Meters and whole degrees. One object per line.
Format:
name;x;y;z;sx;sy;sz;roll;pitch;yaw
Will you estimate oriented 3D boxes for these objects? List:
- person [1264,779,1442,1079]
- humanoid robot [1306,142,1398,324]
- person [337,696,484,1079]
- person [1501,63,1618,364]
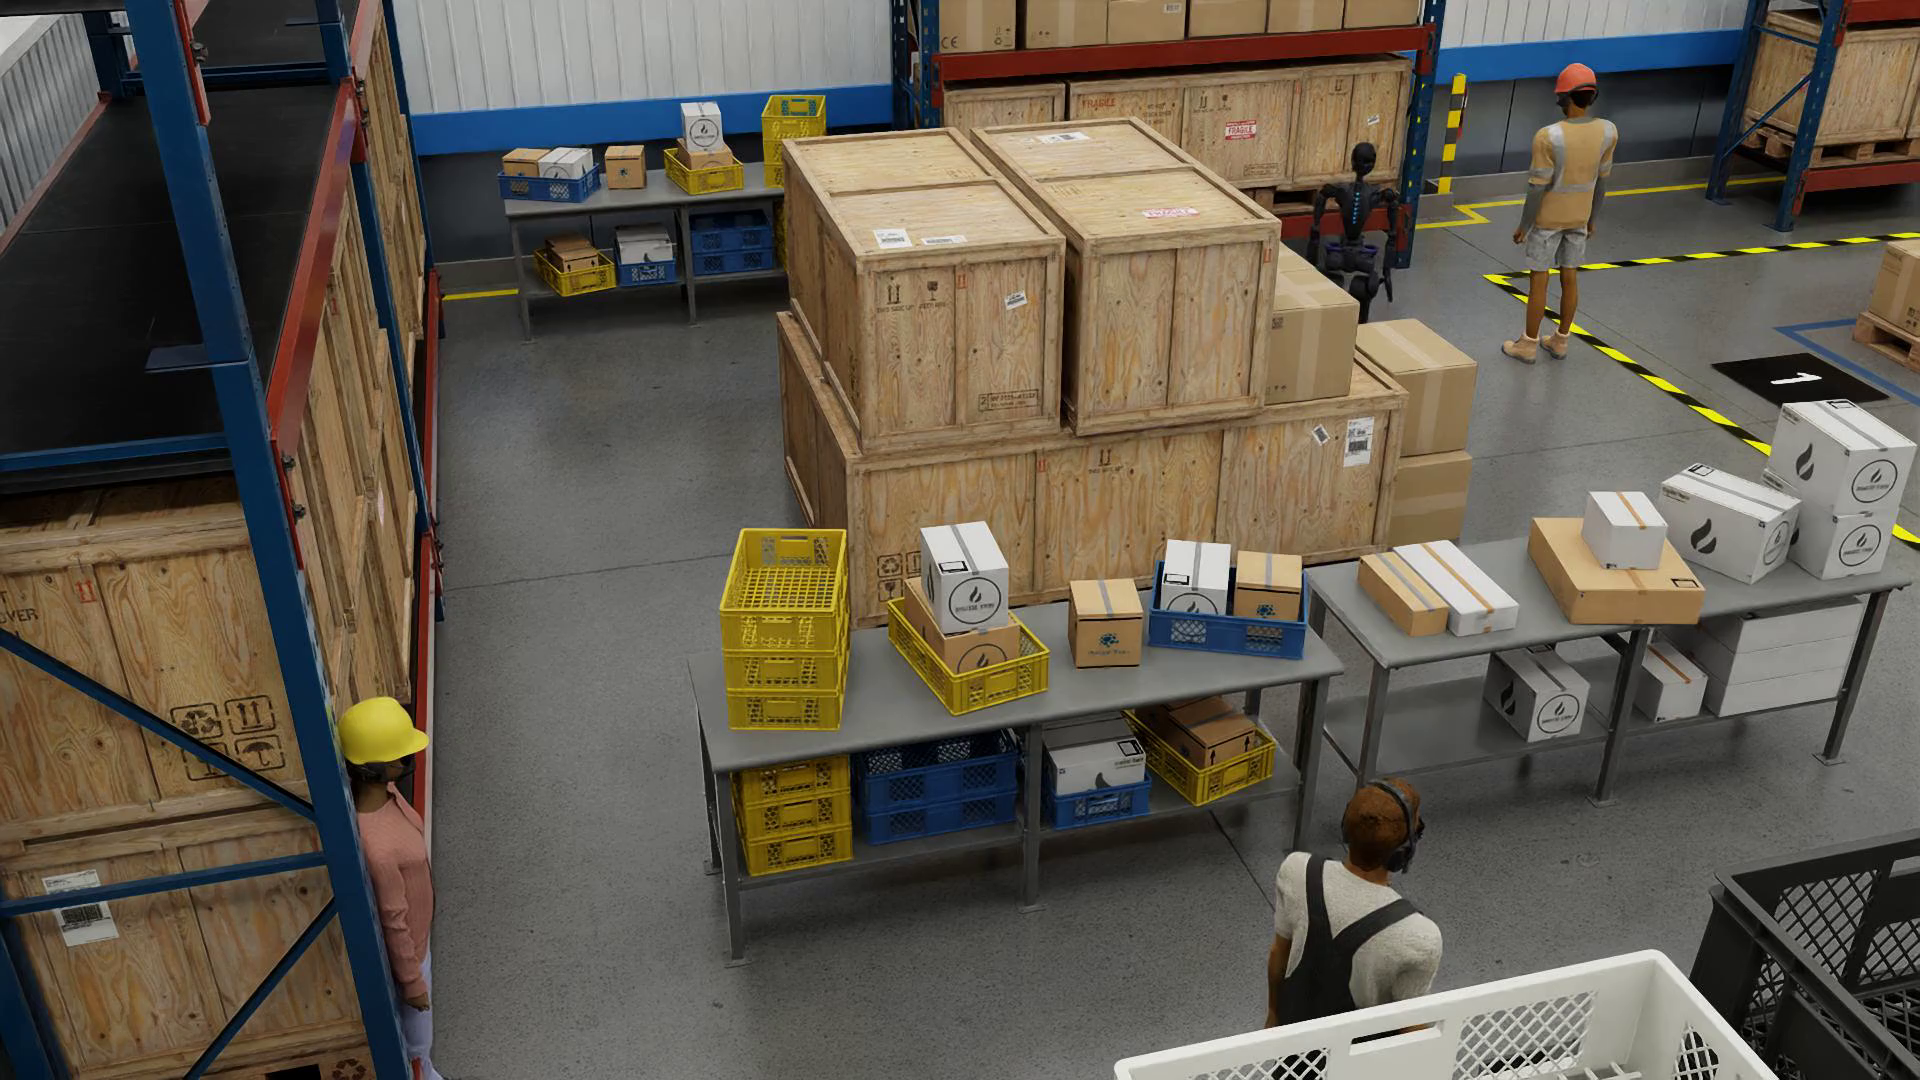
person;1.103;1.467;4.835;0.505;1.836;0.332;23;36;35
humanoid robot;2.532;-1.760;10.849;0.611;1.639;0.386;6;29;11
person;-1.755;1.257;5.292;0.337;1.761;0.522;-10;30;-17
person;4.042;-2.187;11.259;0.605;2.034;0.389;-7;30;-13
